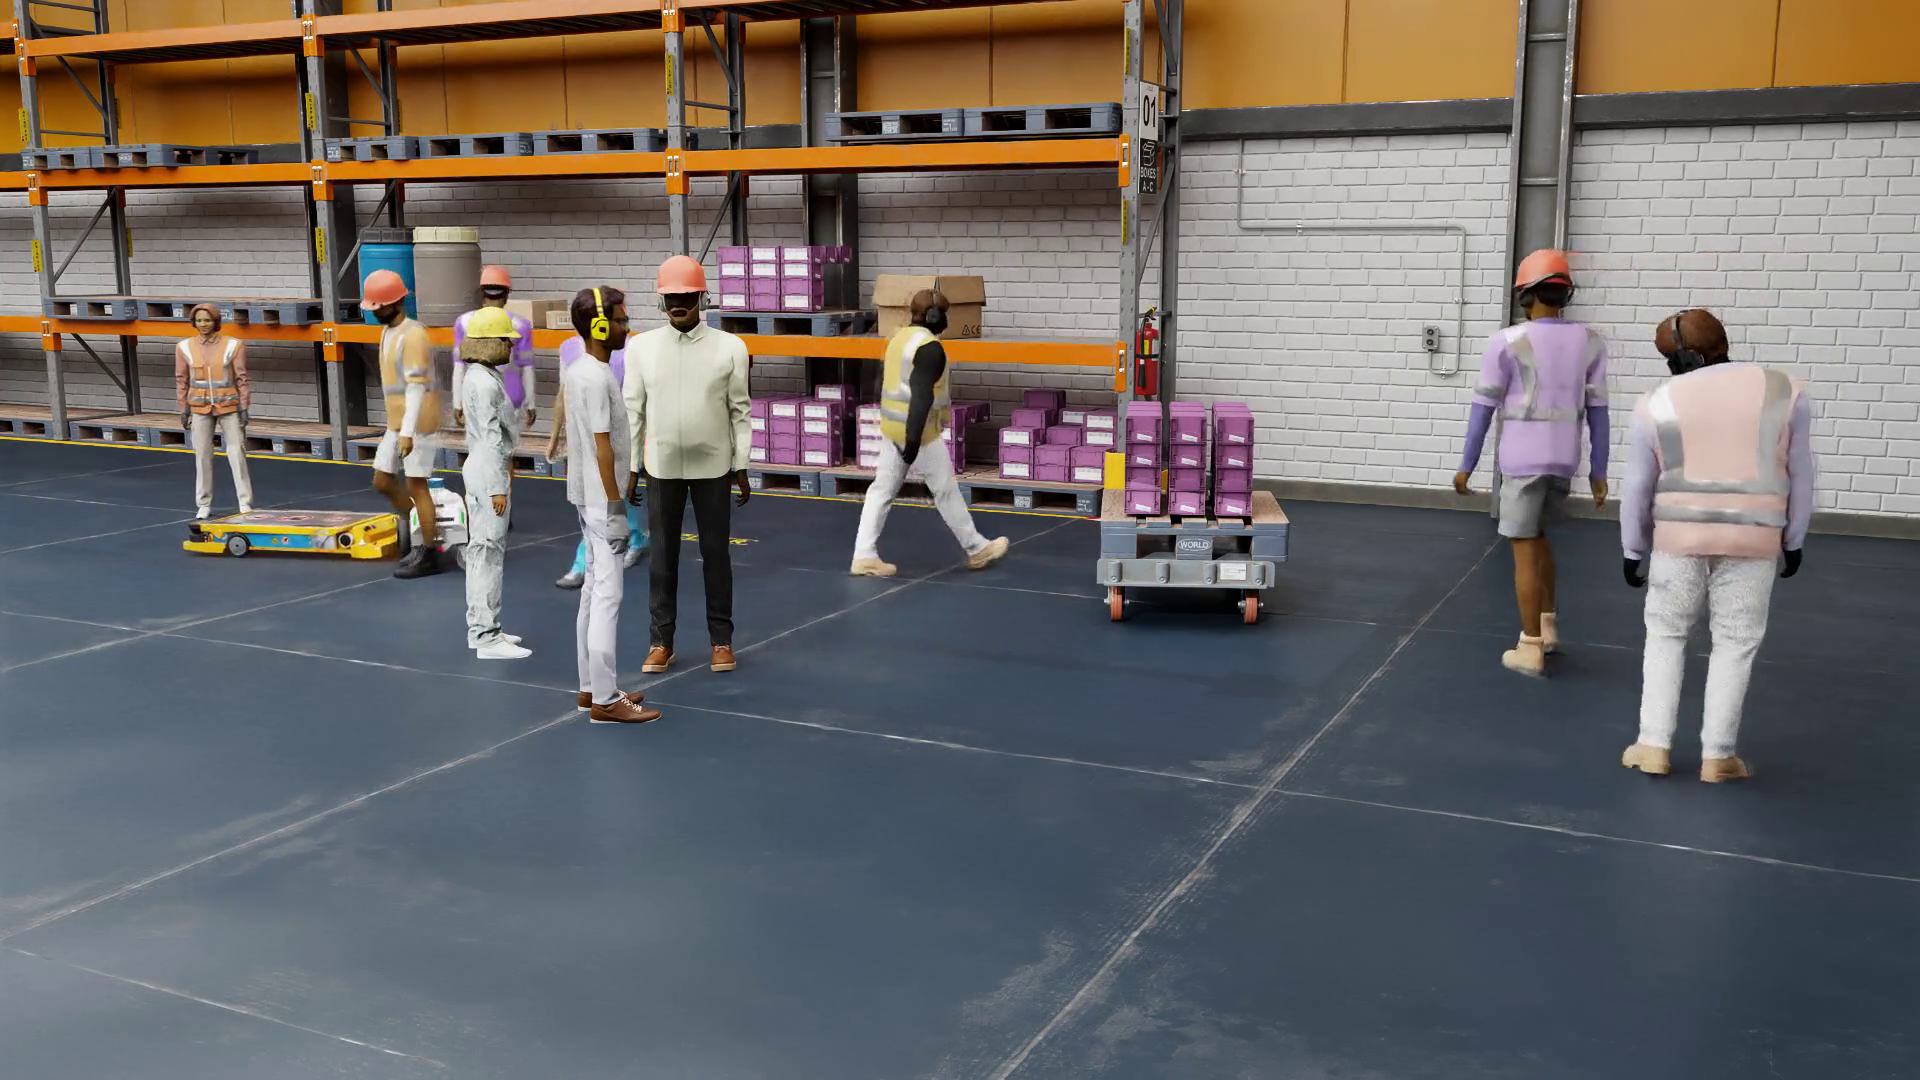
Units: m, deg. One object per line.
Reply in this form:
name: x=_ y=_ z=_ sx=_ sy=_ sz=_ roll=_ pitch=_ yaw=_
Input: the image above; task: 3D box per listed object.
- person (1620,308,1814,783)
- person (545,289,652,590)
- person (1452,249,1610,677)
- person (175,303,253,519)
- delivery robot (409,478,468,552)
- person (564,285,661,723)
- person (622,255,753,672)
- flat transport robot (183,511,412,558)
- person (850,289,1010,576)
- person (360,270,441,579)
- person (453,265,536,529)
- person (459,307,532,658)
person: x=2.859 y=0.035 z=6.335 sx=0.667 sy=1.815 sz=0.431 roll=4 pitch=11 yaw=23
person: x=-2.184 y=-0.642 z=10.190 sx=0.583 sy=1.795 sz=0.973 roll=5 pitch=11 yaw=29
person: x=2.748 y=-0.372 z=7.997 sx=0.620 sy=2.017 sz=0.612 roll=-3 pitch=10 yaw=-16
person: x=-5.604 y=-0.962 z=12.509 sx=0.511 sy=1.631 sz=0.319 roll=-2 pitch=10 yaw=-13
delivery robot: x=-3.354 y=-0.152 z=10.667 sx=0.477 sy=0.478 sz=0.707 roll=-3 pitch=11 yaw=-19
person: x=-1.512 y=-0.142 z=7.144 sx=0.328 sy=1.862 sz=0.513 roll=-4 pitch=11 yaw=-23
person: x=-1.305 y=-0.353 z=7.962 sx=0.622 sy=1.993 sz=0.382 roll=-1 pitch=10 yaw=-4
flat transport robot: x=-4.379 y=-0.052 z=11.172 sx=1.431 sy=0.197 sz=0.652 roll=2 pitch=10 yaw=10
person: x=-0.232 y=-0.664 z=10.366 sx=1.058 sy=1.771 sz=0.648 roll=-5 pitch=11 yaw=-25
person: x=-3.427 y=-0.706 z=10.217 sx=0.427 sy=1.906 sz=0.577 roll=-9 pitch=13 yaw=-41
person: x=-3.332 y=-1.010 z=11.953 sx=0.581 sy=1.913 sz=0.412 roll=-1 pitch=10 yaw=-7
person: x=-2.324 y=-0.286 z=8.301 sx=0.321 sy=1.742 sz=0.492 roll=-4 pitch=11 yaw=-23
